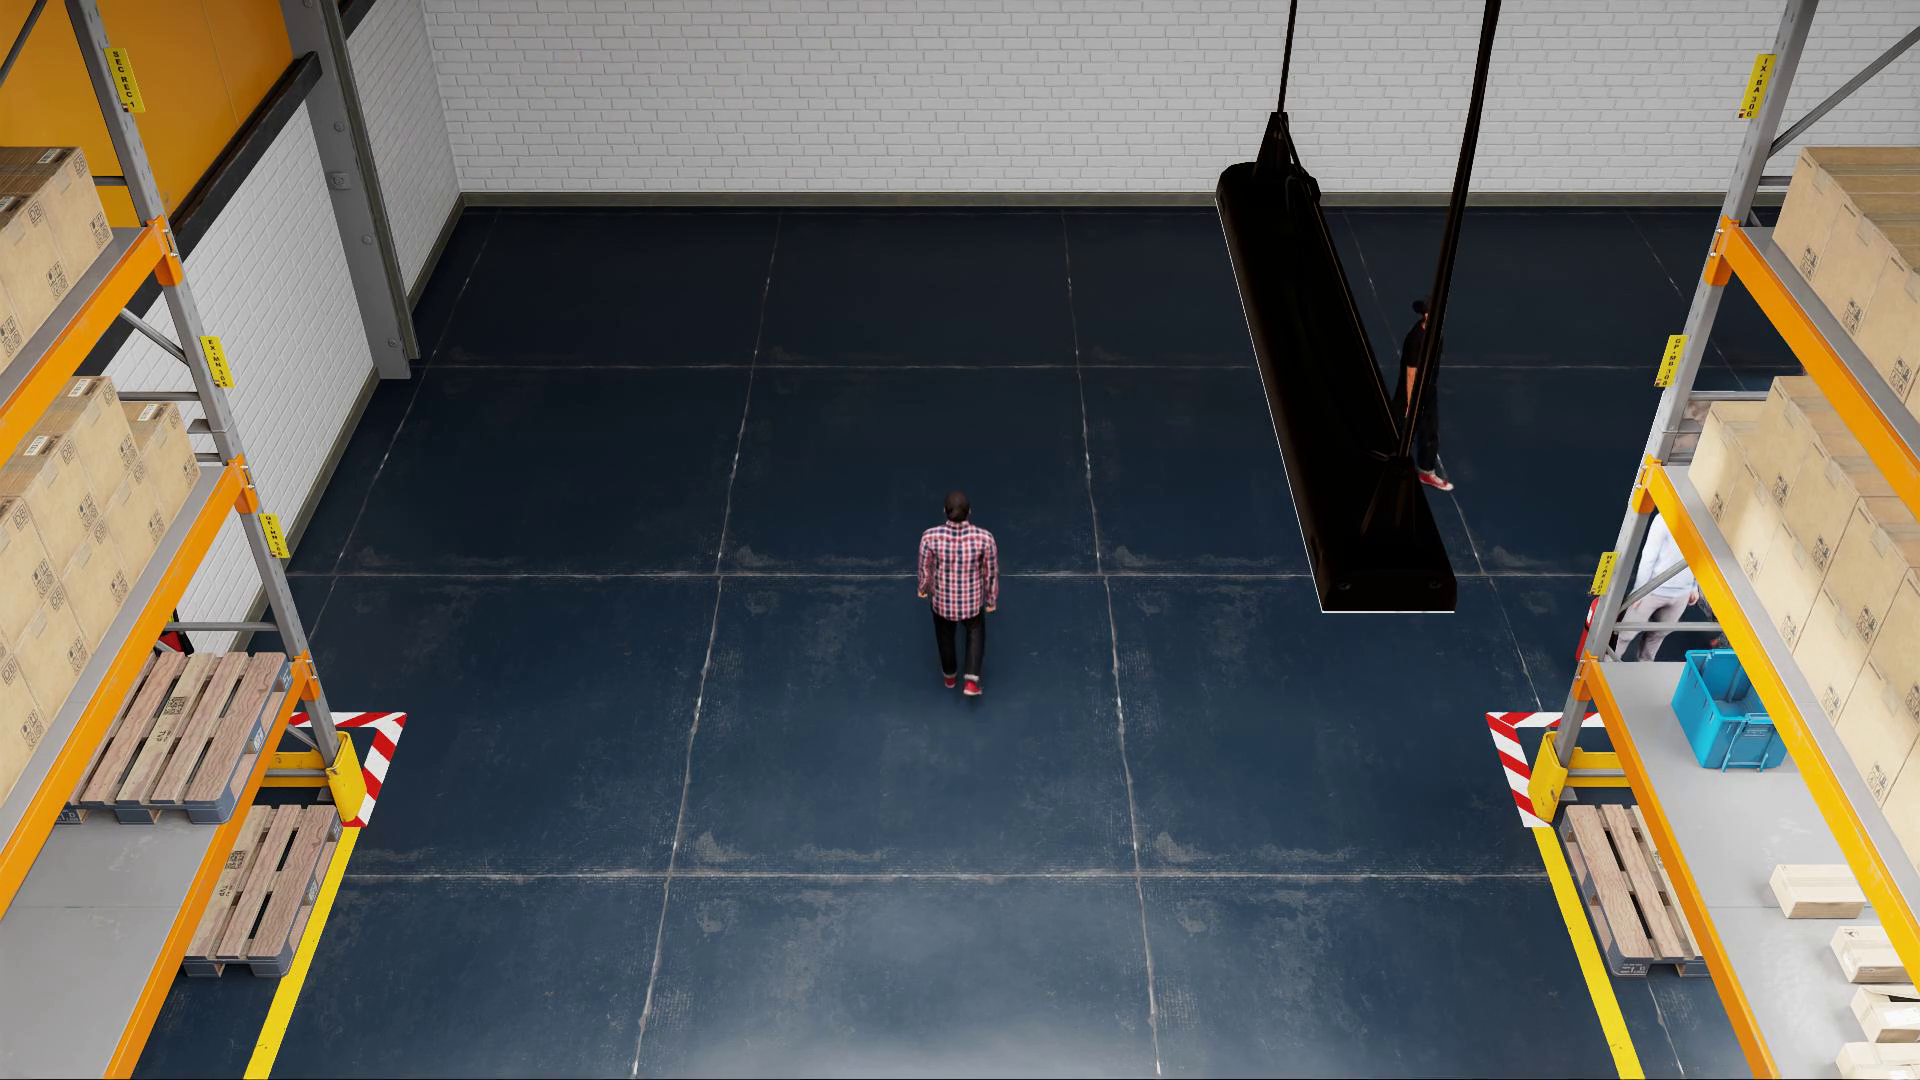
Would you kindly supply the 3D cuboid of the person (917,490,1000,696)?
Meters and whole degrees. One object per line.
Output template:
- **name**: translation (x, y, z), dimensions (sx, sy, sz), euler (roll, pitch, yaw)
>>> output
- **person**: translation (-0.020, 0.415, 11.403), dimensions (0.714, 1.750, 0.766), euler (-1, 39, -1)

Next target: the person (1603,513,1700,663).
- **person**: translation (4.817, 0.321, 11.407), dimensions (0.679, 1.893, 0.604), euler (-4, 39, -5)
